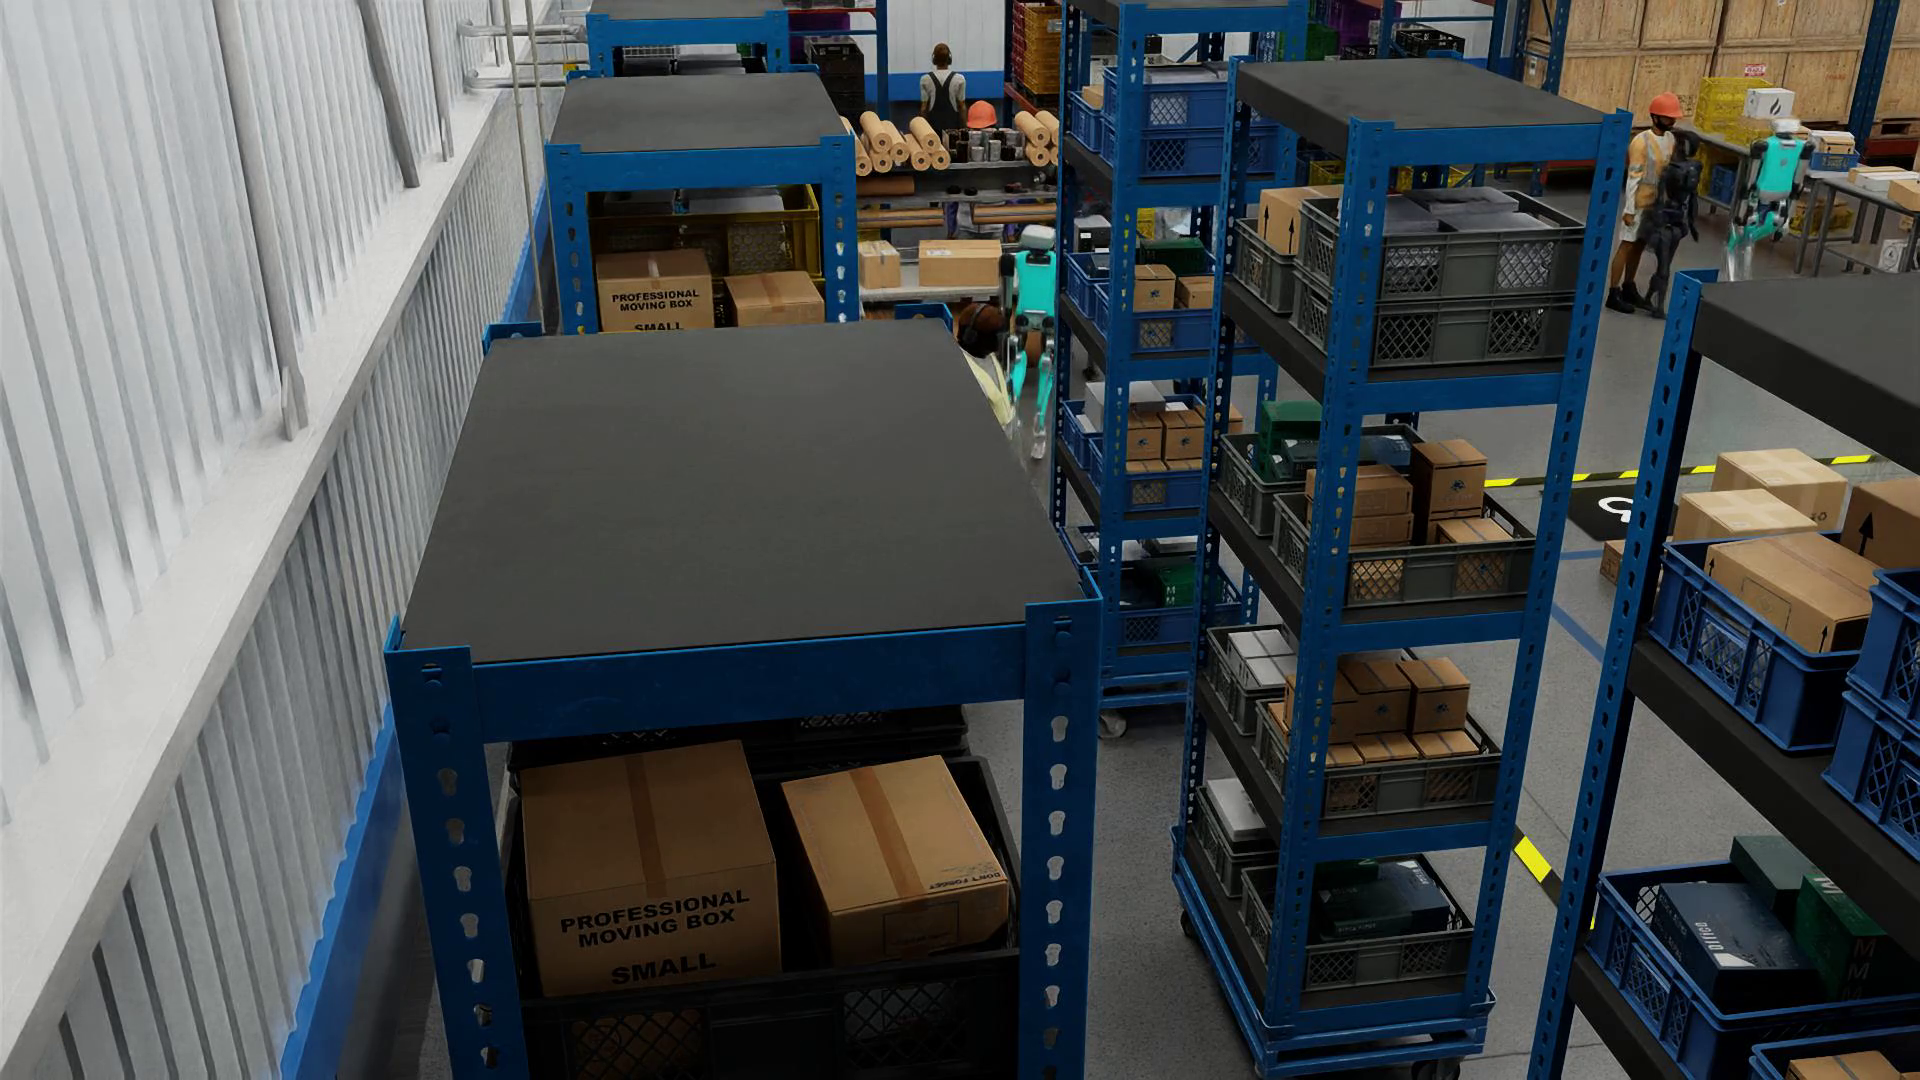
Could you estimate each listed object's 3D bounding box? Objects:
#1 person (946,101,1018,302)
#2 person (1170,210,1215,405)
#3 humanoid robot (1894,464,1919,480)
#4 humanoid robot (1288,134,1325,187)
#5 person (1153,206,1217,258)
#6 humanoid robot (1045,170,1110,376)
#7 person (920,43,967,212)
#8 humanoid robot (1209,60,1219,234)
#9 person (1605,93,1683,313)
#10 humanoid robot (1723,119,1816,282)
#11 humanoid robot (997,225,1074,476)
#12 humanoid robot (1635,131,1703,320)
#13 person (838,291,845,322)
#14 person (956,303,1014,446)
[{"bbox_3d":[0.179,-2.631,13.899,0.606,2.044,0.373,4,25,8],"label":"person"},{"bbox_3d":[1.542,-1.316,11.265,0.367,1.852,0.589,-5,25,-11],"label":"person"},{"bbox_3d":[6.426,-1.144,10.868,0.736,1.678,0.533,-11,27,-22],"label":"humanoid robot"},{"bbox_3d":[3.847,-4.465,18.327,0.610,1.644,0.427,23,33,40],"label":"humanoid robot"},{"bbox_3d":[1.772,-2.128,13.181,0.518,1.714,0.435,7,26,15],"label":"person"},{"bbox_3d":[0.970,-2.158,13.371,0.600,1.620,0.788,-3,25,-7],"label":"humanoid robot"},{"bbox_3d":[-0.179,-4.445,18.082,0.504,1.840,0.346,0,25,1],"label":"person"},{"bbox_3d":[2.610,-3.972,17.290,0.553,1.886,0.802,2,25,4],"label":"humanoid robot"},{"bbox_3d":[6.128,-3.006,14.837,0.545,1.938,0.376,-17,30,-33],"label":"person"},{"bbox_3d":[7.130,-2.927,14.918,0.543,1.776,0.826,1,25,1],"label":"humanoid robot"},{"bbox_3d":[0.482,-1.161,11.118,0.539,1.764,1.029,3,25,7],"label":"humanoid robot"},{"bbox_3d":[6.317,-2.772,14.662,0.594,1.641,0.576,-15,29,-30],"label":"humanoid robot"},{"bbox_3d":[-0.977,-1.447,11.532,0.882,1.881,0.594,4,25,8],"label":"person"},{"bbox_3d":[0.086,-0.445,9.392,0.430,1.838,0.619,8,26,17],"label":"person"}]
